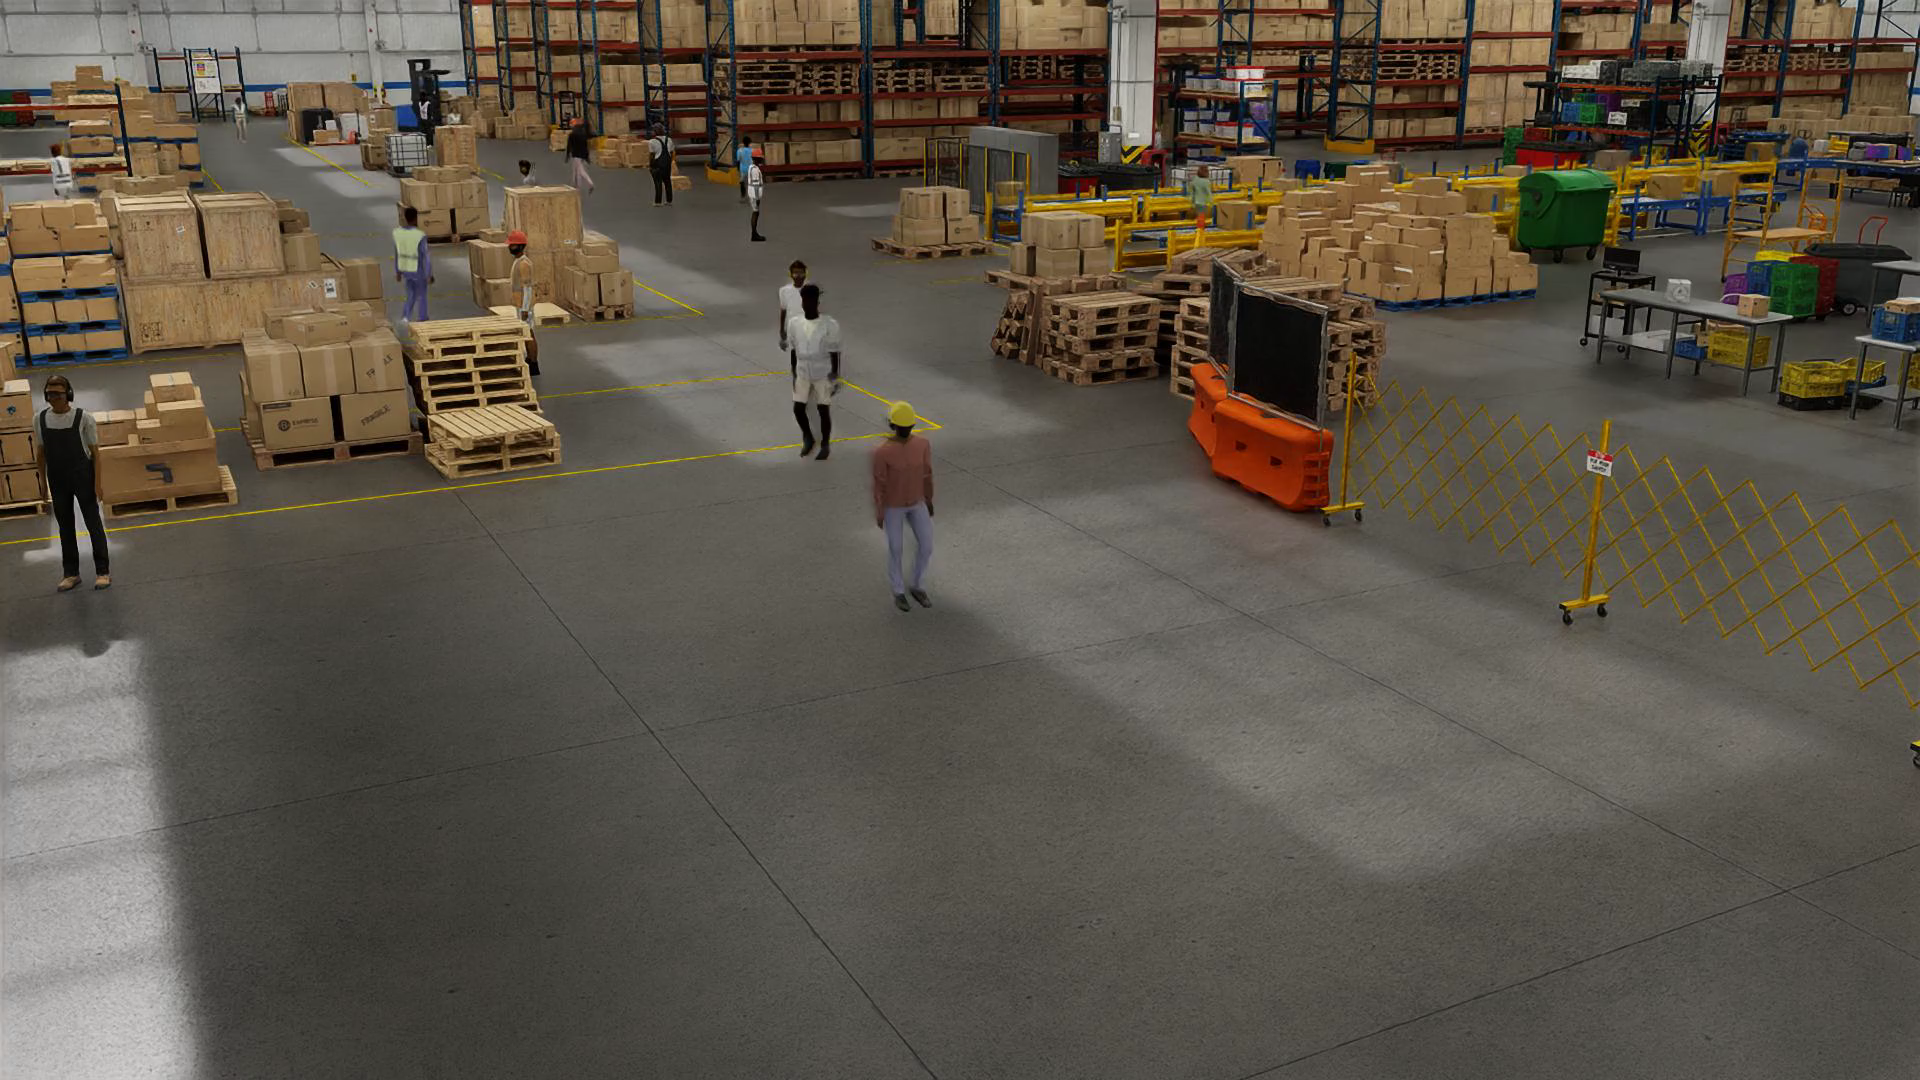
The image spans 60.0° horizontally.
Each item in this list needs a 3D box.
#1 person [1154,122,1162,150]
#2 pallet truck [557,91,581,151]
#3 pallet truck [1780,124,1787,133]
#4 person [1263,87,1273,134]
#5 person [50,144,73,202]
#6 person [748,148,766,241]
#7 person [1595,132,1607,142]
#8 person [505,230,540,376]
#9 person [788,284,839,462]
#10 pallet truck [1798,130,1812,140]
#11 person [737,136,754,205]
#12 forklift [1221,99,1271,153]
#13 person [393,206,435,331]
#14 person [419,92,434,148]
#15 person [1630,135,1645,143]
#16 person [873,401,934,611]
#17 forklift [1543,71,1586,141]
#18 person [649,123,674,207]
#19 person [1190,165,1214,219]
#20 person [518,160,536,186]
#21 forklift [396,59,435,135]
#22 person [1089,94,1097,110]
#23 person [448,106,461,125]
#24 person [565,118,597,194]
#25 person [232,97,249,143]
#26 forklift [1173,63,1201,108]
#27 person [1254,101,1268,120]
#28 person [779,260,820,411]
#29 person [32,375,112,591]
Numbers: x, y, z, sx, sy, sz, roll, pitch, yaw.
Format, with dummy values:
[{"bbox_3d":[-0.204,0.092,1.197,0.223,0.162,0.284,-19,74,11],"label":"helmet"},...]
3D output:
[{"bbox_3d":[5.148,-10.457,45.177,0.835,1.796,0.622,-11,21,-31],"label":"person"},{"bbox_3d":[-13.495,-14.412,57.188,0.823,1.965,1.885,-3,18,-9],"label":"pallet truck"},{"bbox_3d":[25.206,-12.542,52.601,1.601,1.201,0.680,0,18,-2],"label":"pallet truck"},{"bbox_3d":[11.891,-16.638,64.472,0.921,1.789,0.609,-11,21,-30],"label":"person"},{"bbox_3d":[-19.903,-7.840,36.904,0.414,1.866,0.626,4,18,11],"label":"person"},{"bbox_3d":[-4.266,-7.261,35.017,0.385,1.930,0.539,-4,18,-12],"label":"person"},{"bbox_3d":[18.902,-11.654,48.990,0.371,1.747,0.521,4,18,11],"label":"person"},{"bbox_3d":[-5.842,-3.158,22.193,0.343,1.942,0.548,-8,19,-22],"label":"person"},{"bbox_3d":[-1.570,-1.790,17.924,0.623,1.949,0.454,5,19,16],"label":"person"},{"bbox_3d":[25.526,-11.556,49.408,1.630,1.274,0.653,-9,20,-26],"label":"pallet truck"},{"bbox_3d":[-5.339,-9.250,41.607,0.555,1.665,0.727,-7,19,-20],"label":"person"},{"bbox_3d":[9.521,-14.618,56.406,1.873,2.768,1.129,12,21,33],"label":"forklift"},{"bbox_3d":[-8.226,-4.049,25.016,0.611,1.904,0.494,7,19,21],"label":"person"},{"bbox_3d":[-18.731,-14.743,58.366,0.587,1.911,0.397,14,22,37],"label":"person"},{"bbox_3d":[22.170,-13.329,54.300,0.550,1.684,0.427,13,22,35],"label":"person"},{"bbox_3d":[-0.433,-0.262,13.453,0.559,1.750,0.449,-9,20,-25],"label":"person"},{"bbox_3d":[18.685,-13.231,52.085,1.873,2.768,1.129,-9,20,-26],"label":"forklift"},{"bbox_3d":[-7.439,-9.283,41.130,0.537,2.000,0.694,16,24,40],"label":"person"},{"bbox_3d":[5.076,-6.968,34.601,0.576,1.616,0.507,-10,20,-27],"label":"person"},{"bbox_3d":[-8.578,-6.698,33.365,0.622,1.852,0.522,2,18,5],"label":"person"},{"bbox_3d":[-20.816,-17.160,64.332,1.873,2.768,1.129,8,19,24],"label":"forklift"},{"bbox_3d":[5.181,-17.815,67.971,0.673,1.881,0.785,-9,20,-26],"label":"person"},{"bbox_3d":[-16.737,-13.588,55.222,0.377,1.623,0.519,17,24,42],"label":"person"},{"bbox_3d":[-10.046,-10.155,44.003,0.993,1.954,0.610,9,20,26],"label":"person"},{"bbox_3d":[-26.124,-15.260,60.444,0.518,1.625,0.454,-13,22,-35],"label":"person"},{"bbox_3d":[8.189,-15.788,60.056,1.129,2.768,1.873,-9,20,-27],"label":"forklift"},{"bbox_3d":[10.376,-14.513,57.718,0.944,1.888,0.545,-7,19,-22],"label":"person"},{"bbox_3d":[-1.965,-2.560,20.516,0.527,1.838,0.919,-3,18,-9],"label":"person"},{"bbox_3d":[-7.475,-0.479,13.995,0.508,1.847,0.345,-3,18,-9],"label":"person"}]
